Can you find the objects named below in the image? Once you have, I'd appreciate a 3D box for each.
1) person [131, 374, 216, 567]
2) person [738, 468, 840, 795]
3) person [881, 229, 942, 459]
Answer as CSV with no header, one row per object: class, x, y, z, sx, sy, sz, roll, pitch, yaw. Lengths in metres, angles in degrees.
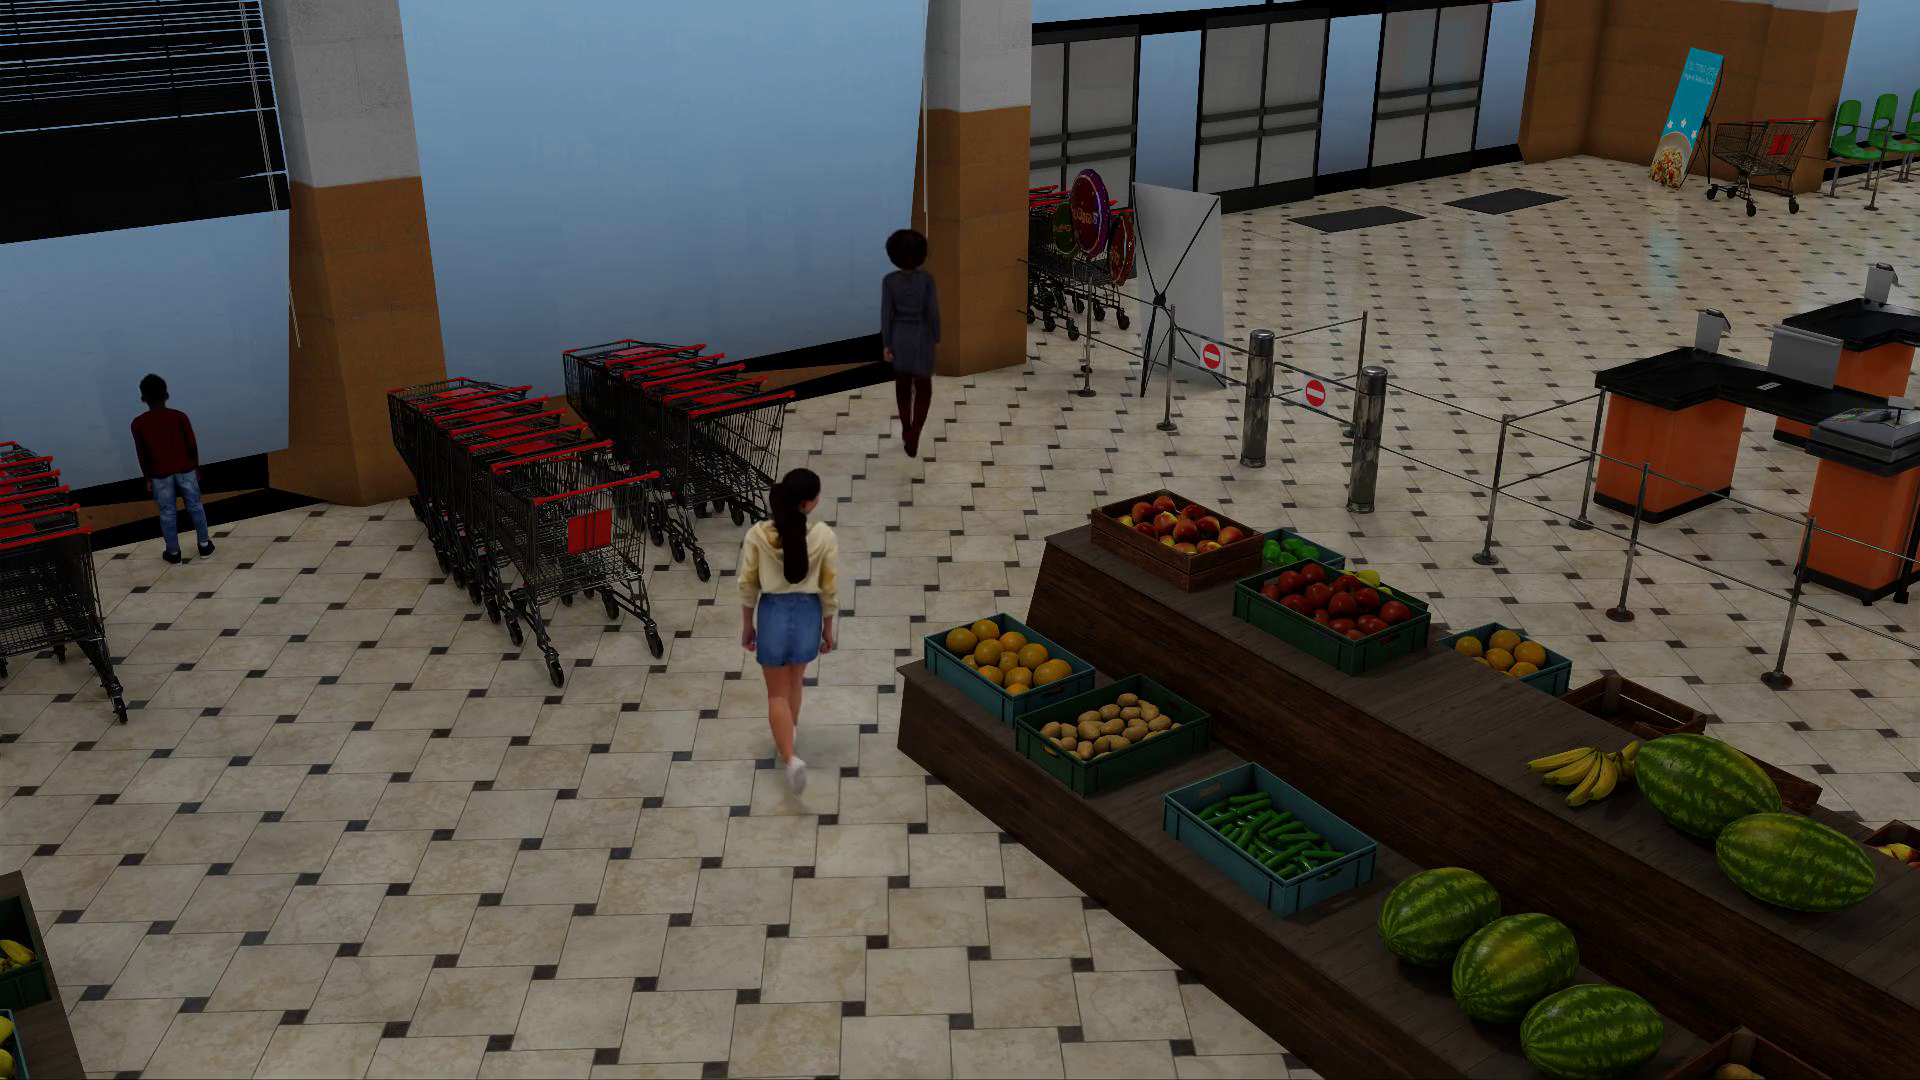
person,-5.005,-0.451,10.556,0.505,1.256,0.488,-14,27,-29
person,-0.814,0.469,8.026,0.935,1.600,1.134,-4,24,-10
person,-0.354,-1.392,12.172,0.999,1.685,1.093,2,24,5
